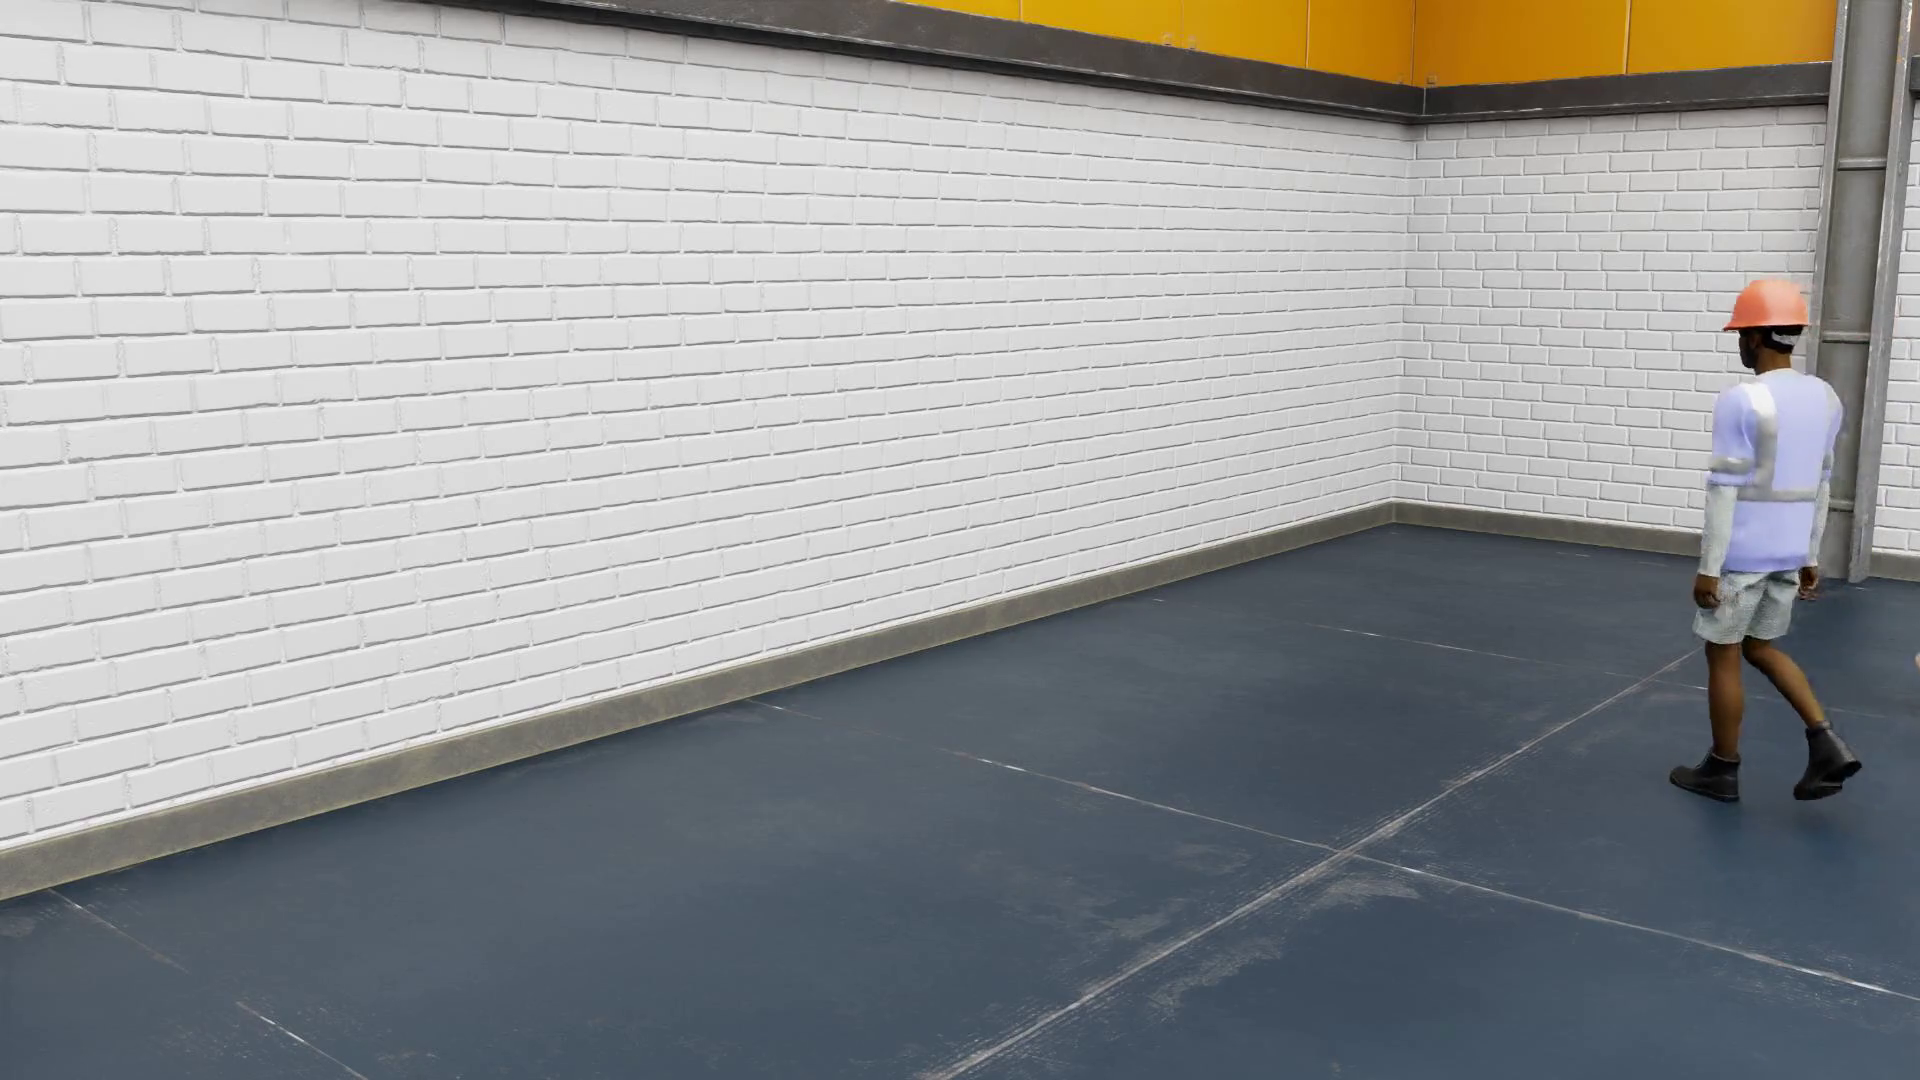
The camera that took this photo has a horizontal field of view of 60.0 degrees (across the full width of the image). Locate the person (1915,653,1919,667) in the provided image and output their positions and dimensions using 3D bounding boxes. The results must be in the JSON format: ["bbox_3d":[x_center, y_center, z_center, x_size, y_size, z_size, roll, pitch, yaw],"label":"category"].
[{"bbox_3d":[4.448,-0.125,6.967,0.601,1.871,0.488,-9,13,-42],"label":"person"}]

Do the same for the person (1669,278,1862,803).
[{"bbox_3d":[2.879,0.039,5.913,0.544,1.921,0.586,-5,11,-25],"label":"person"}]
